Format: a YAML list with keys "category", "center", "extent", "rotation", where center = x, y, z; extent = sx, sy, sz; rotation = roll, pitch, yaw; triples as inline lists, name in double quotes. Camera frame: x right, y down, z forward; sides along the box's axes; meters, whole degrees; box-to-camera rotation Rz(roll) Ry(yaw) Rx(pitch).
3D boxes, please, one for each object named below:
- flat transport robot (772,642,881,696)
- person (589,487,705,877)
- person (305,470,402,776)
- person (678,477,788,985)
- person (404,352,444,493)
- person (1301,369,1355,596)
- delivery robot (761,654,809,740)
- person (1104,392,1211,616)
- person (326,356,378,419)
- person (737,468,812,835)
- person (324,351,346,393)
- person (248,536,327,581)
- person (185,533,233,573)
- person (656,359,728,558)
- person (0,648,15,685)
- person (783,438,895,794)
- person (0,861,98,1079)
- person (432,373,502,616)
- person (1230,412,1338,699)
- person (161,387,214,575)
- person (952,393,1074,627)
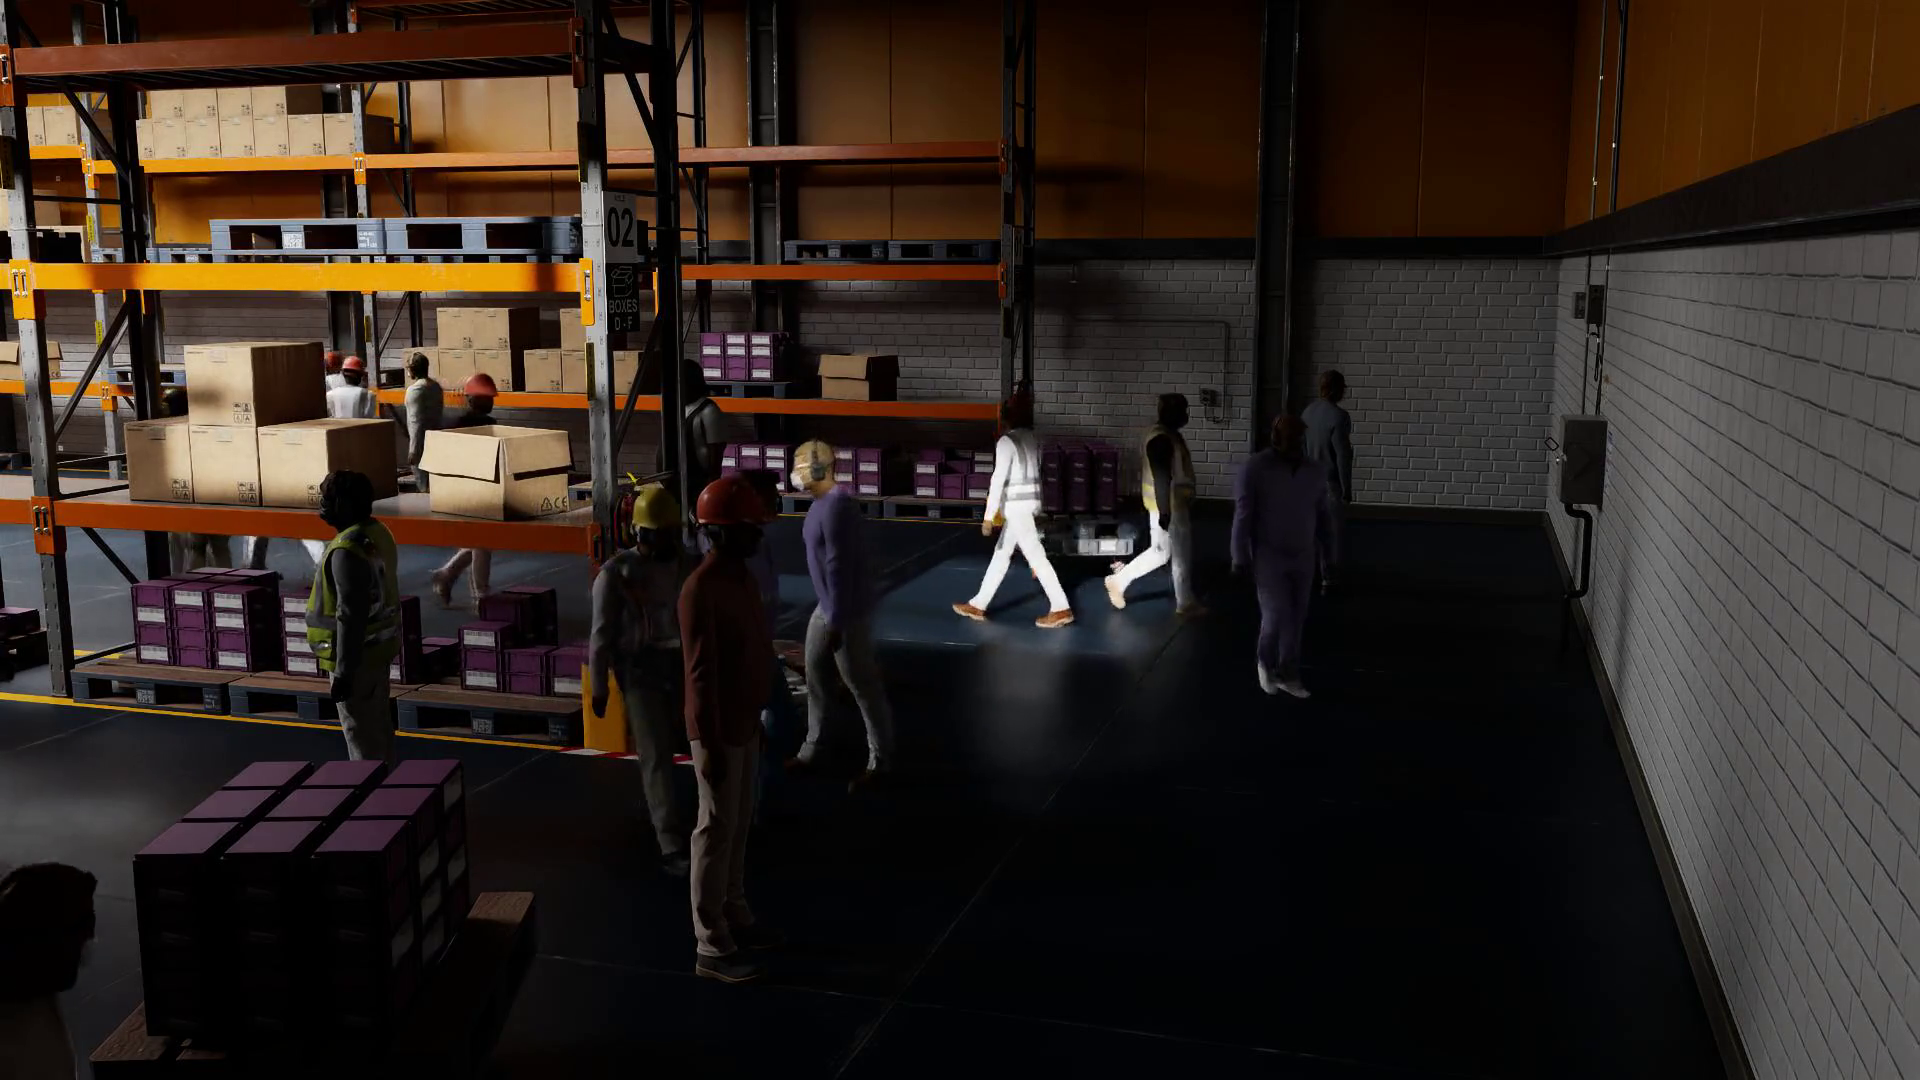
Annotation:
- category: "flat transport robot"
  center: [-1.320, 0.836, 11.257]
  extent: [1.431, 0.197, 0.652]
  rotation: [3, 10, 18]
- category: "person"
  center: [-1.345, 0.650, 7.766]
  extent: [0.612, 1.791, 0.868]
  rotation: [-9, 13, -44]
- category: "person"
  center: [-2.938, 0.574, 8.084]
  extent: [0.429, 1.844, 0.626]
  rotation: [-1, 9, -8]
- category: "person"
  center: [-0.909, 0.739, 6.613]
  extent: [0.380, 1.995, 0.611]
  rotation: [1, 9, 9]
- category: "person"
  center: [-5.529, -0.962, 17.158]
  extent: [0.381, 1.936, 0.641]
  rotation: [1, 9, 6]
- category: "person"
  center: [3.162, -0.494, 14.298]
  extent: [0.372, 1.940, 0.632]
  rotation: [-4, 10, -23]
- category: "delivery robot"
  center: [-1.059, 0.910, 9.666]
  extent: [0.477, 0.478, 0.707]
  rotation: [-4, 10, -23]
- category: "person"
  center: [1.615, -0.283, 13.383]
  extent: [0.780, 1.822, 0.630]
  rotation: [4, 10, 21]
- category: "person"
  center: [-6.254, -0.937, 17.149]
  extent: [0.662, 1.884, 0.794]
  rotation: [0, 9, -1]
- category: "person"
  center: [-1.007, 0.563, 8.206]
  extent: [0.534, 1.826, 0.638]
  rotation: [2, 9, 9]
- category: "person"
  center: [-7.254, -1.297, 19.492]
  extent: [0.949, 1.849, 0.585]
  rotation: [7, 12, 38]
- category: "person"
  center: [-5.949, -0.558, 14.790]
  extent: [0.973, 1.896, 0.639]
  rotation: [0, 9, -2]
- category: "person"
  center: [-5.650, -0.154, 12.539]
  extent: [0.536, 1.859, 0.653]
  rotation: [1, 9, 5]
- category: "person"
  center: [-2.316, -0.521, 14.152]
  extent: [0.683, 2.000, 0.538]
  rotation: [9, 13, 43]
- category: "person"
  center: [-5.006, 0.529, 8.111]
  extent: [0.379, 1.924, 0.621]
  rotation: [4, 10, 25]
- category: "person"
  center: [-0.675, 0.413, 8.936]
  extent: [0.666, 1.905, 0.633]
  rotation: [-3, 10, -17]
- category: "person"
  center: [-1.973, 1.454, 3.511]
  extent: [0.894, 1.581, 0.526]
  rotation: [-4, 10, -24]
- category: "person"
  center: [-3.992, -0.367, 13.435]
  extent: [0.750, 1.979, 0.629]
  rotation: [2, 10, 15]
- category: "person"
  center: [2.114, 0.114, 10.758]
  extent: [0.755, 1.883, 0.450]
  rotation: [-3, 10, -19]
- category: "person"
  center: [-6.378, -0.344, 13.715]
  extent: [0.939, 1.833, 0.524]
  rotation: [3, 10, 16]
- category: "person"
  center: [0.439, -0.229, 13.050]
  extent: [1.030, 1.826, 0.692]
  rotation: [4, 10, 23]
